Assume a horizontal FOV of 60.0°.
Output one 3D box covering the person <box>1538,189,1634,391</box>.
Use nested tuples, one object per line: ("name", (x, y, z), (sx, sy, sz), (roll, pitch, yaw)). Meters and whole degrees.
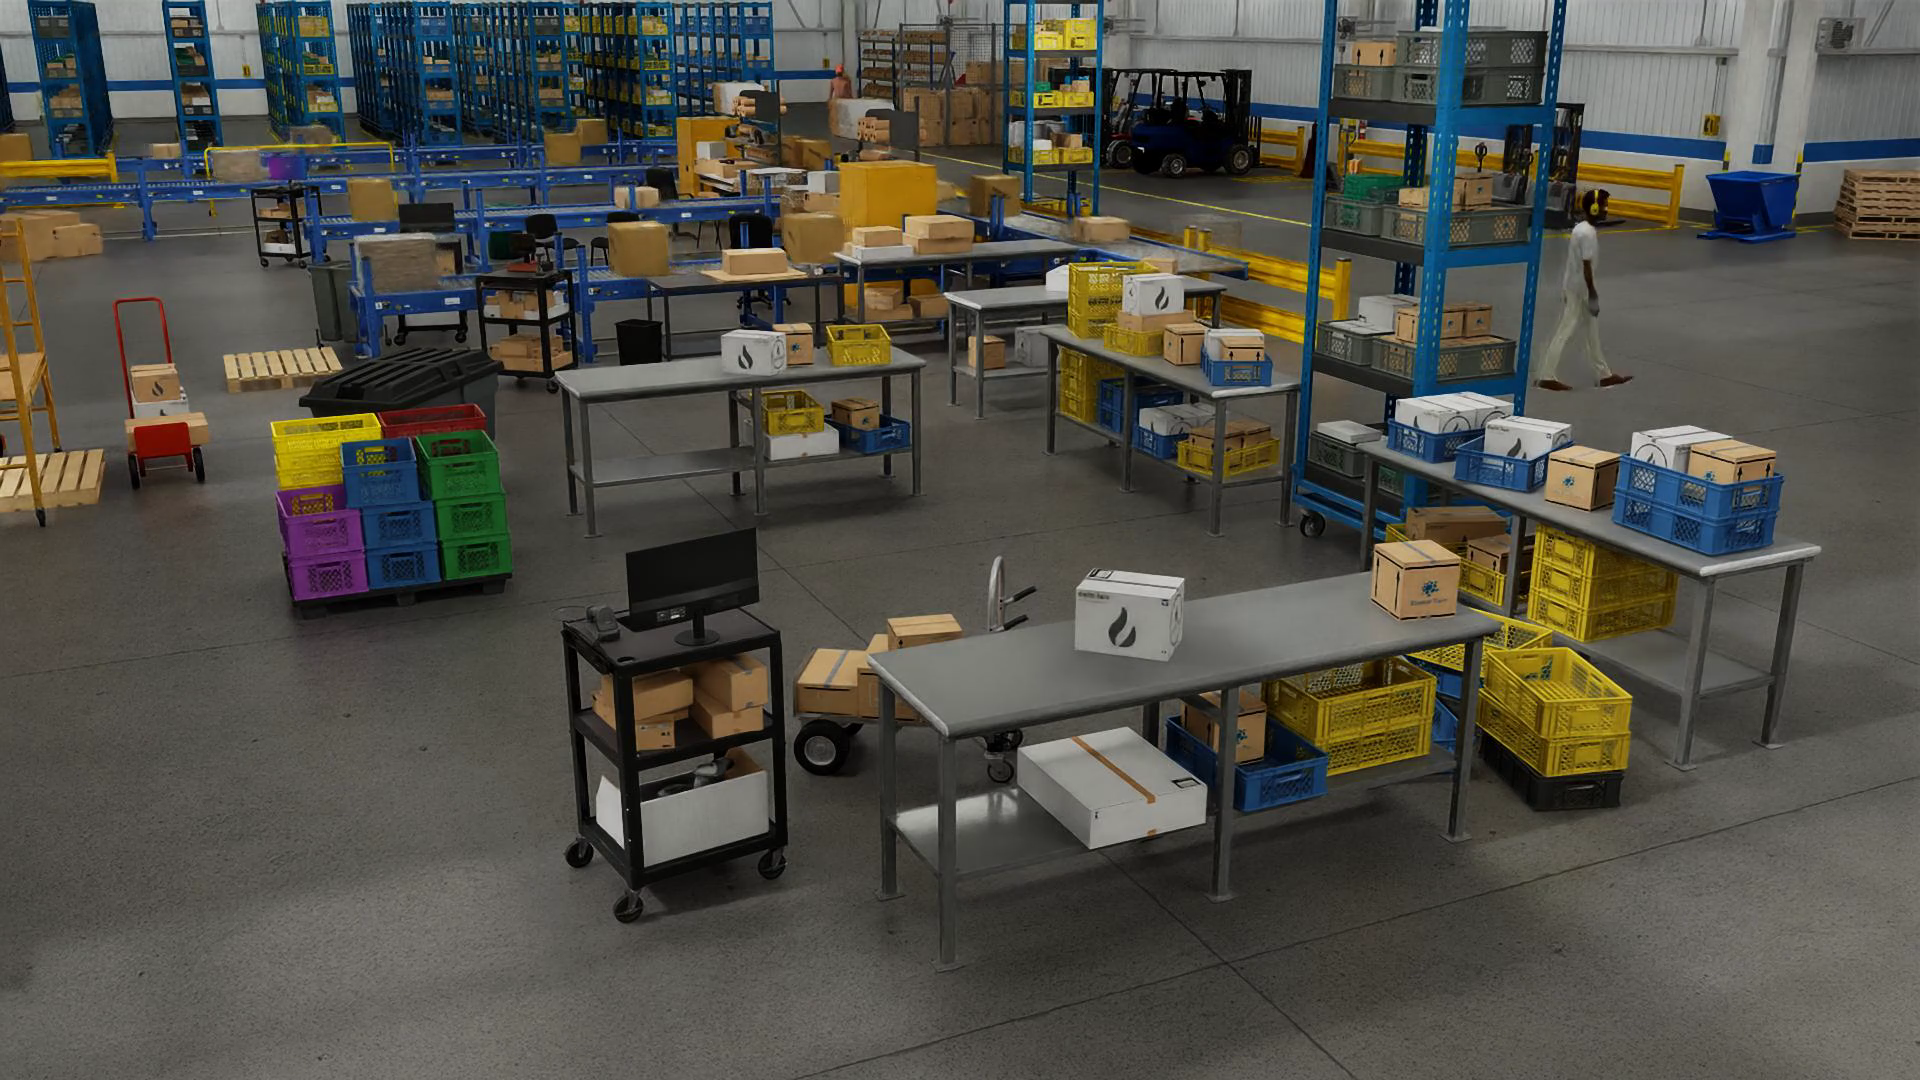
("person", (5.759, -2.231, 15.059), (0.893, 1.829, 0.555), (6, 18, 17))

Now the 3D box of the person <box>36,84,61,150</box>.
("person", (-22.918, -10.728, 41.927), (0.597, 1.793, 0.881), (-11, 21, -32))

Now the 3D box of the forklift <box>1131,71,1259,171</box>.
("forklift", (4.998, -8.936, 35.413), (2.680, 1.987, 1.157), (-9, 20, -25))

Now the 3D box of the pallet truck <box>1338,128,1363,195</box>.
("pallet truck", (7.845, -7.140, 31.411), (1.522, 1.261, 0.704), (-9, 20, -25))

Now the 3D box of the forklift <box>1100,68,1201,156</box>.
("forklift", (4.082, -9.564, 37.410), (2.680, 1.987, 1.157), (-8, 19, -23))

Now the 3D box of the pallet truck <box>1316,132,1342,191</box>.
("pallet truck", (7.723, -7.504, 32.656), (1.601, 1.201, 0.680), (-8, 19, -23))

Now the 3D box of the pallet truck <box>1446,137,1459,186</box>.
("pallet truck", (9.184, -6.485, 29.328), (1.630, 1.274, 0.653), (-8, 19, -23))

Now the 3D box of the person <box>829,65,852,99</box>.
("person", (-3.362, -12.355, 46.775), (0.636, 1.952, 1.017), (2, 18, 7))

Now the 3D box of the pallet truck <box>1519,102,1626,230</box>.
("pallet truck", (9.972, -6.037, 26.785), (1.885, 1.965, 0.823), (-9, 20, -25))

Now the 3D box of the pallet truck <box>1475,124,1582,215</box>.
("pallet truck", (9.707, -6.455, 28.103), (1.885, 1.965, 0.823), (-7, 19, -20))
